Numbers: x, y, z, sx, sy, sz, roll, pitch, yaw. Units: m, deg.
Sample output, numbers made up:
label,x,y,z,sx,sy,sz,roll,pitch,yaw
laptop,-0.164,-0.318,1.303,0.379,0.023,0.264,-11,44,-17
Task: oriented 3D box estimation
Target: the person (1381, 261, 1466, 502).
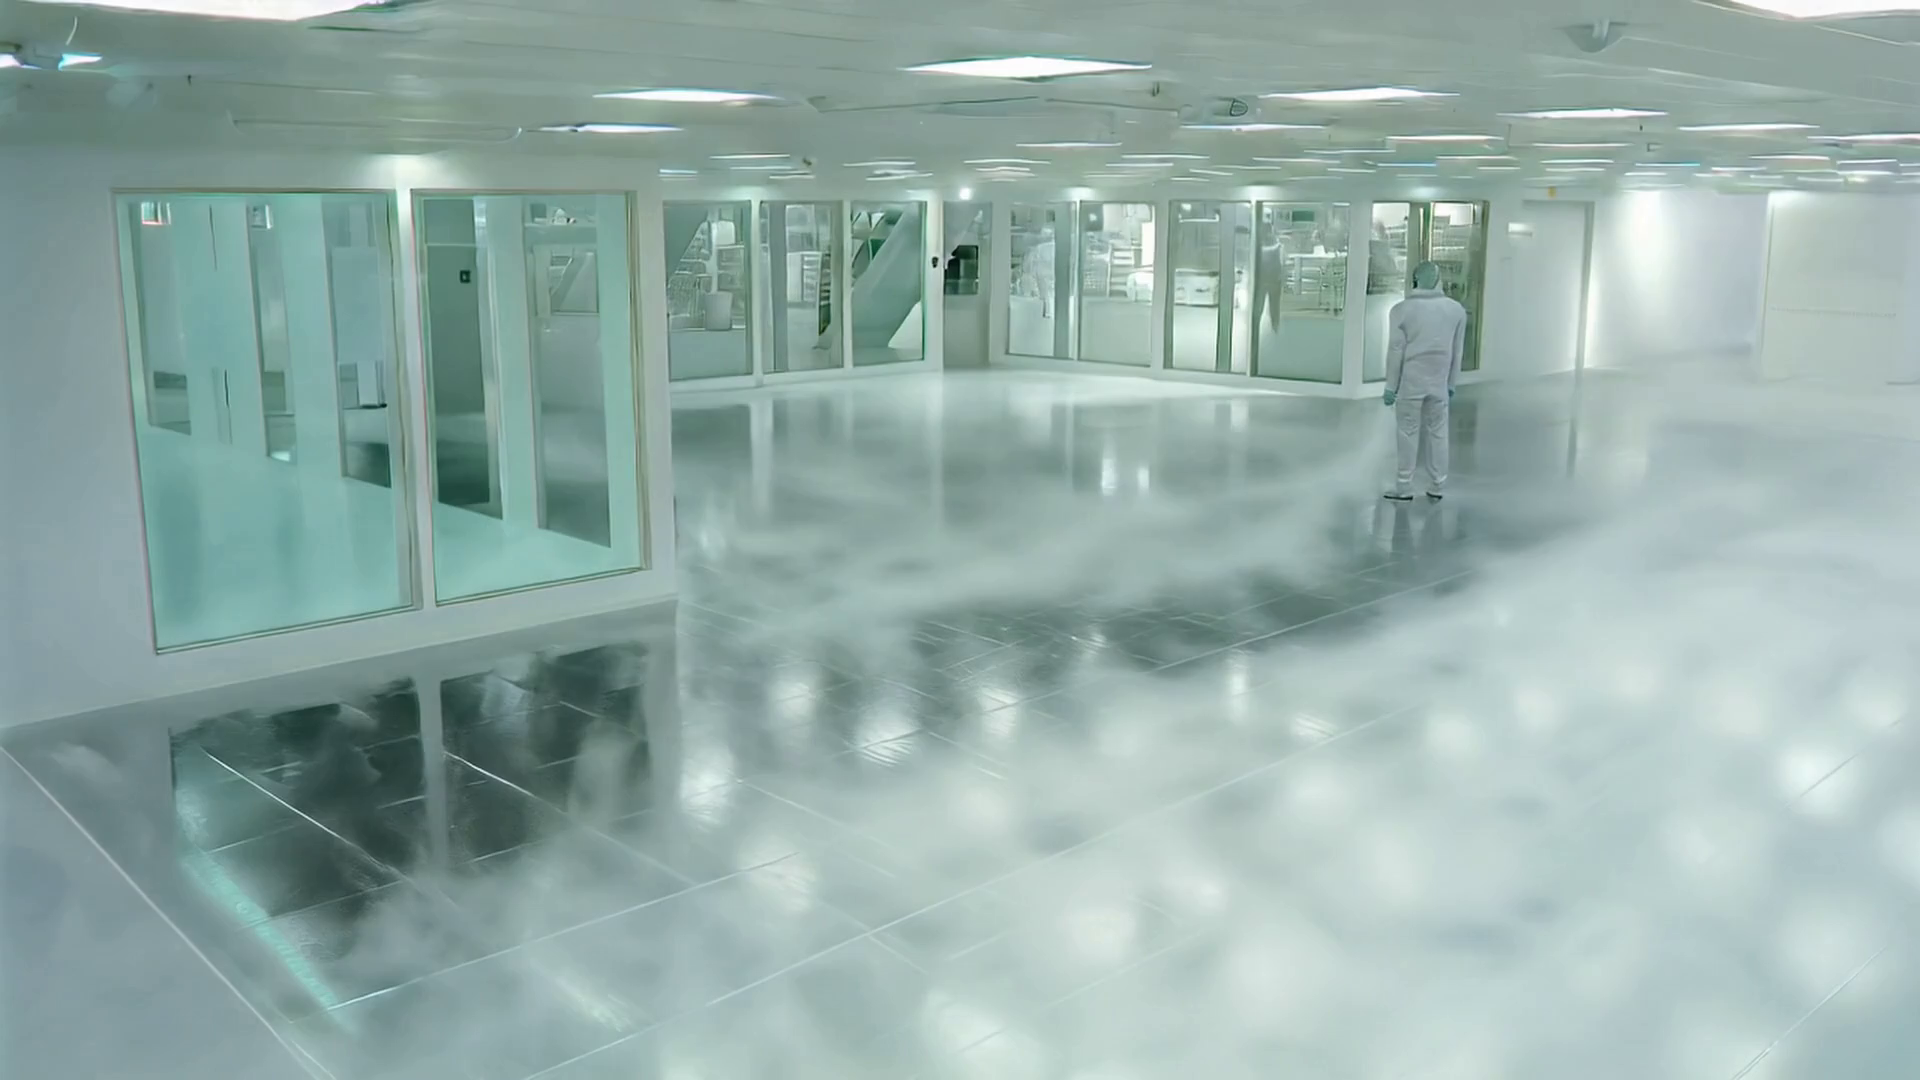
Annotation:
label,x,y,z,sx,sy,sz,roll,pitch,yaw
person,3.656,-1.250,13.223,0.639,1.910,0.407,-2,12,-11
